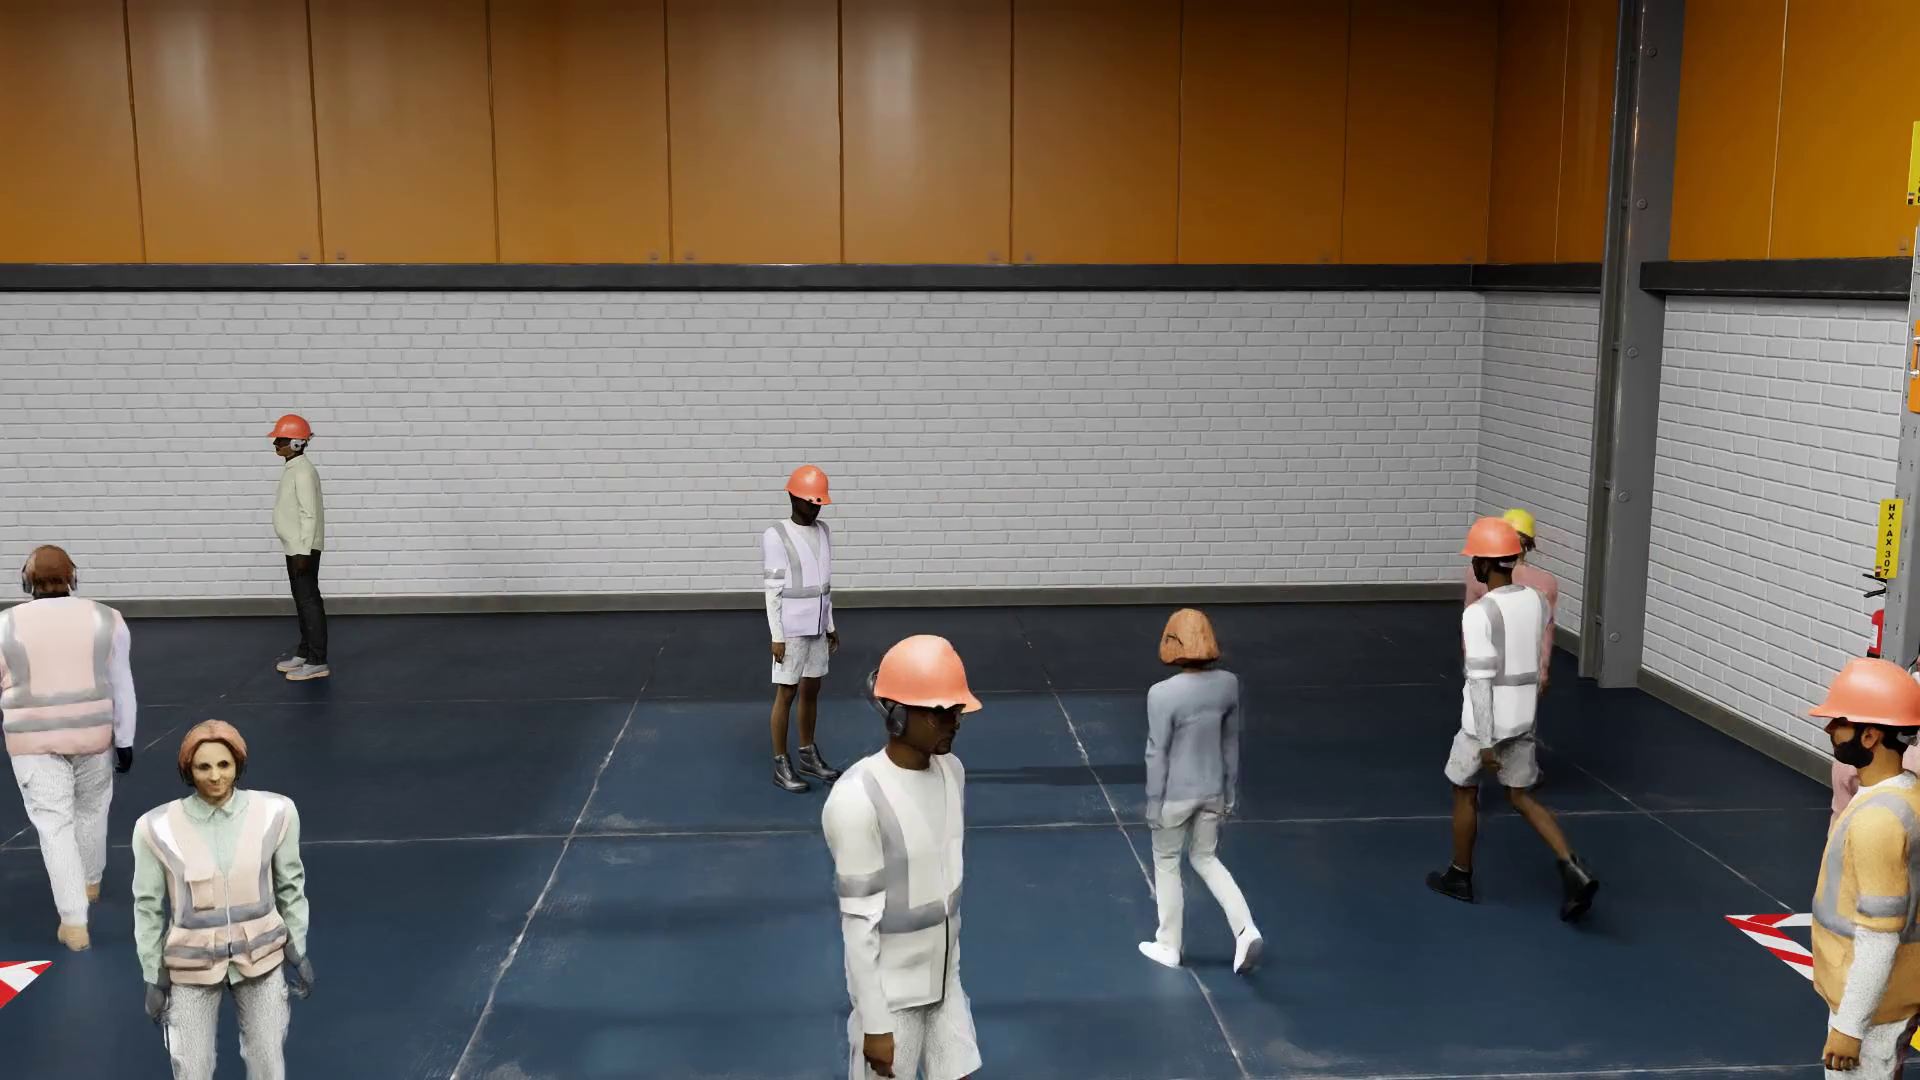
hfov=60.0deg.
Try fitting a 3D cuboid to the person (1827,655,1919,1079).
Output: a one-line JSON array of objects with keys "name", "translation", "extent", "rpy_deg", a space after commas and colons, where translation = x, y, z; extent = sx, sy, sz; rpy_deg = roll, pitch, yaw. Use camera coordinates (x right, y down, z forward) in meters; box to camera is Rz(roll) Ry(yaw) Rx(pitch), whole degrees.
[{"name": "person", "translation": [3.121, 1.245, 5.337], "extent": [0.639, 1.903, 0.407], "rpy_deg": [6, 11, 32]}]

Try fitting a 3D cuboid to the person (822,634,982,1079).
[{"name": "person", "translation": [-0.230, 1.255, 4.904], "extent": [0.780, 2.025, 0.601], "rpy_deg": [6, 11, 35]}]

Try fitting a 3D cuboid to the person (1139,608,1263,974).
[{"name": "person", "translation": [1.029, 1.100, 7.152], "extent": [0.500, 1.614, 0.580], "rpy_deg": [-6, 11, -31]}]

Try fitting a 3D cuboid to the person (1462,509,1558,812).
[{"name": "person", "translation": [3.109, 0.680, 9.482], "extent": [0.541, 1.716, 0.925], "rpy_deg": [6, 11, 33]}]

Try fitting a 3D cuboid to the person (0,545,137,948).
[{"name": "person", "translation": [-4.202, 0.912, 7.723], "extent": [0.640, 1.796, 0.923], "rpy_deg": [-7, 11, -36]}]

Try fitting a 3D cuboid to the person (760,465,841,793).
[{"name": "person", "translation": [-0.913, 0.515, 9.841], "extent": [0.373, 1.928, 0.543], "rpy_deg": [7, 11, 36]}]

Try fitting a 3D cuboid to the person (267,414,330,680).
[{"name": "person", "translation": [-4.988, 0.048, 12.551], "extent": [0.376, 1.997, 0.612], "rpy_deg": [-5, 11, -31]}]

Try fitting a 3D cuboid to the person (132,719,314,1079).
[{"name": "person", "translation": [-2.359, 1.374, 5.346], "extent": [0.515, 1.639, 0.310], "rpy_deg": [-6, 11, -31]}]

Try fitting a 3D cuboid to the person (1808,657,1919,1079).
[{"name": "person", "translation": [2.630, 1.299, 4.883], "extent": [0.373, 1.934, 0.551], "rpy_deg": [7, 11, 36]}]

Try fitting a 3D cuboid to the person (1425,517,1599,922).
[{"name": "person", "translation": [2.592, 0.849, 7.816], "extent": [0.539, 1.912, 0.822], "rpy_deg": [-5, 10, -29]}]
